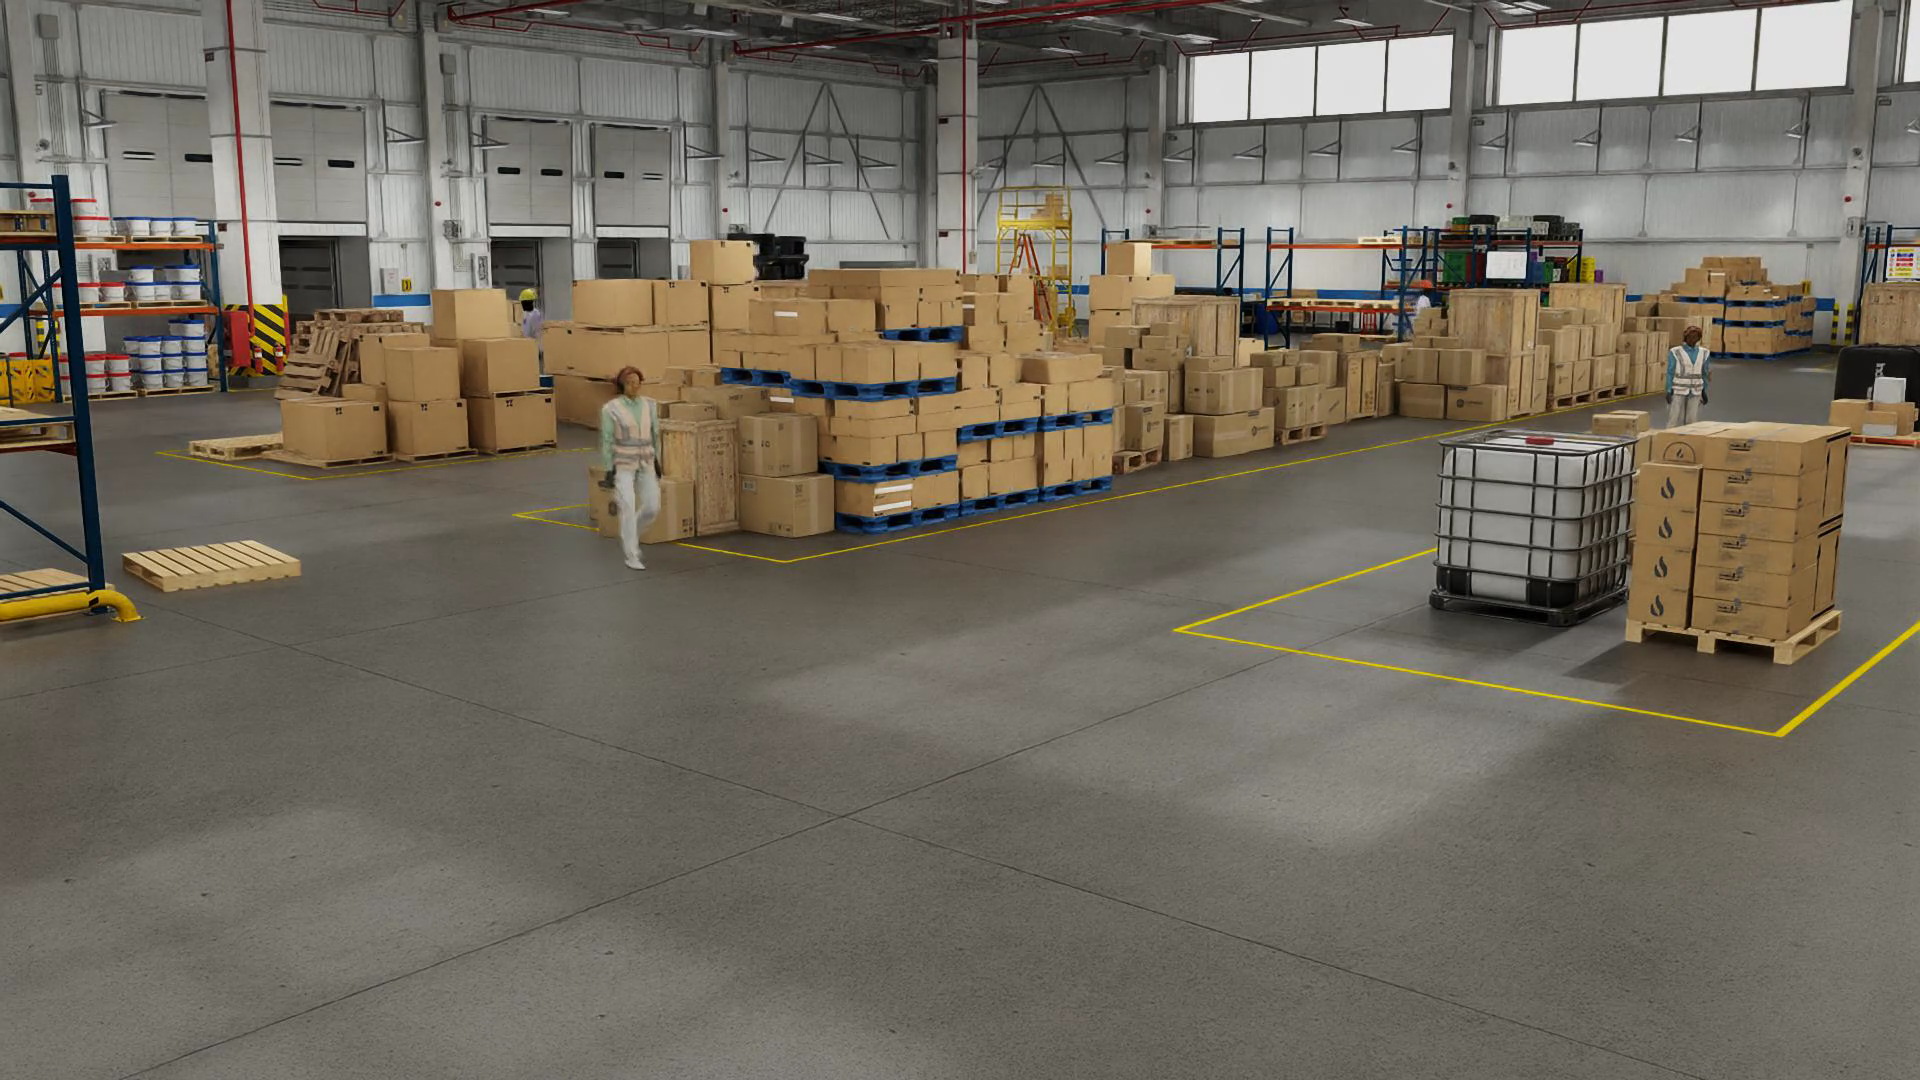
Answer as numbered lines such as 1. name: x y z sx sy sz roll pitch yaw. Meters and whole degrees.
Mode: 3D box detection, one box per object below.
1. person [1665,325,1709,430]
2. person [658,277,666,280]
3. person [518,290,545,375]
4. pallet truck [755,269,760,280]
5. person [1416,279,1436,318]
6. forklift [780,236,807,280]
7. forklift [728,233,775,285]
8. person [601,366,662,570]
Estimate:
1. person: 8.652 -1.738 19.819 0.512 1.640 0.311 0 10 -2
2. person: -6.427 -4.712 35.943 0.635 1.928 0.381 -5 11 -25
3. person: -6.991 -3.152 27.212 1.000 1.869 0.602 -9 13 -42
4. pallet truck: -4.996 -6.432 45.525 1.885 1.965 0.823 -6 12 -32
5. person: 9.602 -4.500 34.783 0.842 1.917 0.558 4 11 21
6. forklift: -3.975 -5.890 39.926 1.873 2.768 1.129 2 10 14
7. forklift: -3.960 -4.461 31.792 1.873 2.768 1.129 8 13 40
8. person: -2.609 -0.574 13.224 0.533 1.622 0.401 -9 13 -41
